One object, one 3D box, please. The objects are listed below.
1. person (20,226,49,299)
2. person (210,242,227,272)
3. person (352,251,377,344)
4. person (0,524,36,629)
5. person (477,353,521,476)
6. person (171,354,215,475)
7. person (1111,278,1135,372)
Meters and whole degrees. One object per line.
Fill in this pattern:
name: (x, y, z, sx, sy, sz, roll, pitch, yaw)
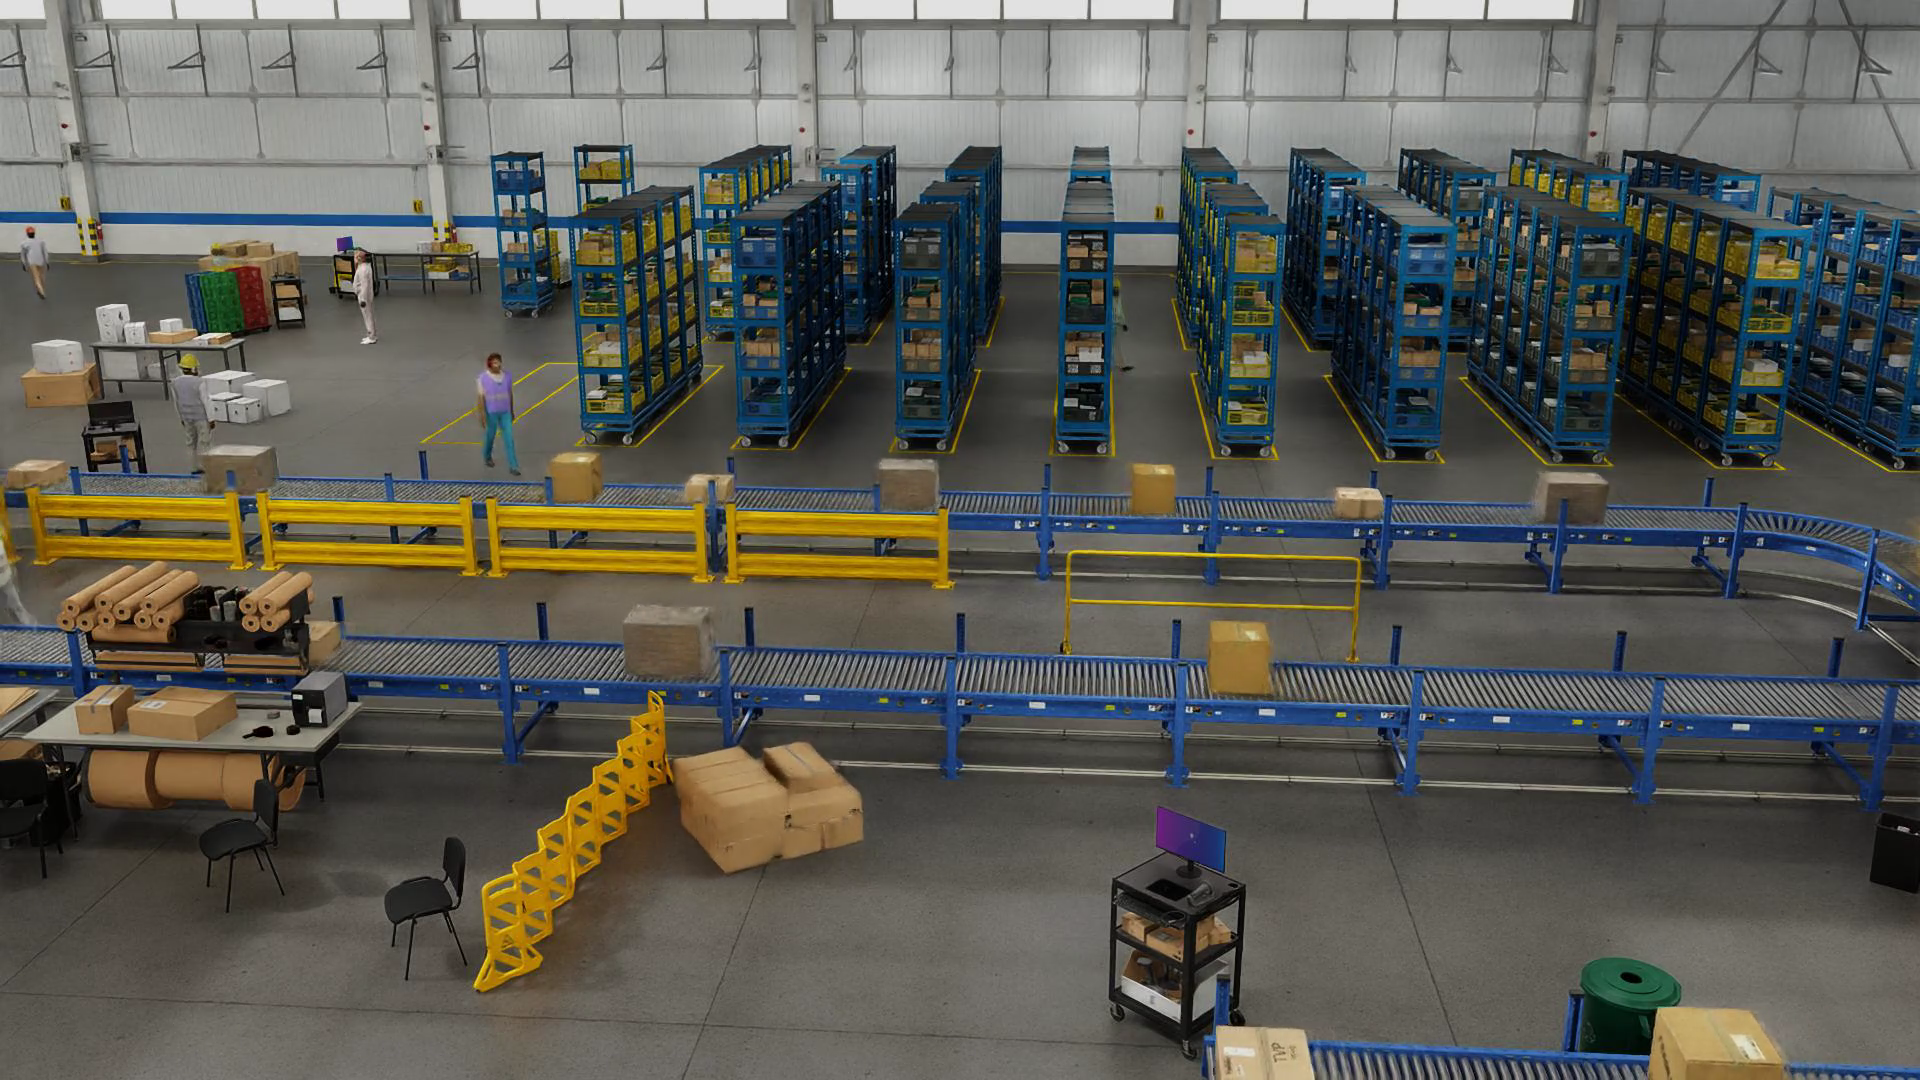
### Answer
person: (-22.145, -6.653, 39.853, 0.569, 1.726, 0.805, -16, 24, -42)
person: (-16.344, -5.742, 36.943, 0.573, 1.728, 0.498, 0, 17, -2)
person: (-12.306, -5.008, 34.331, 0.403, 1.906, 0.651, -3, 18, -10)
person: (-10.078, 0.393, 17.224, 0.989, 1.899, 0.612, 1, 18, 3)
person: (-6.864, -1.896, 24.623, 0.574, 1.812, 0.940, -14, 22, -38)
person: (-11.143, -1.804, 24.283, 0.589, 1.833, 0.404, 4, 18, 12)
person: (2.916, -4.102, 31.661, 0.941, 1.787, 0.598, 9, 20, 27)
